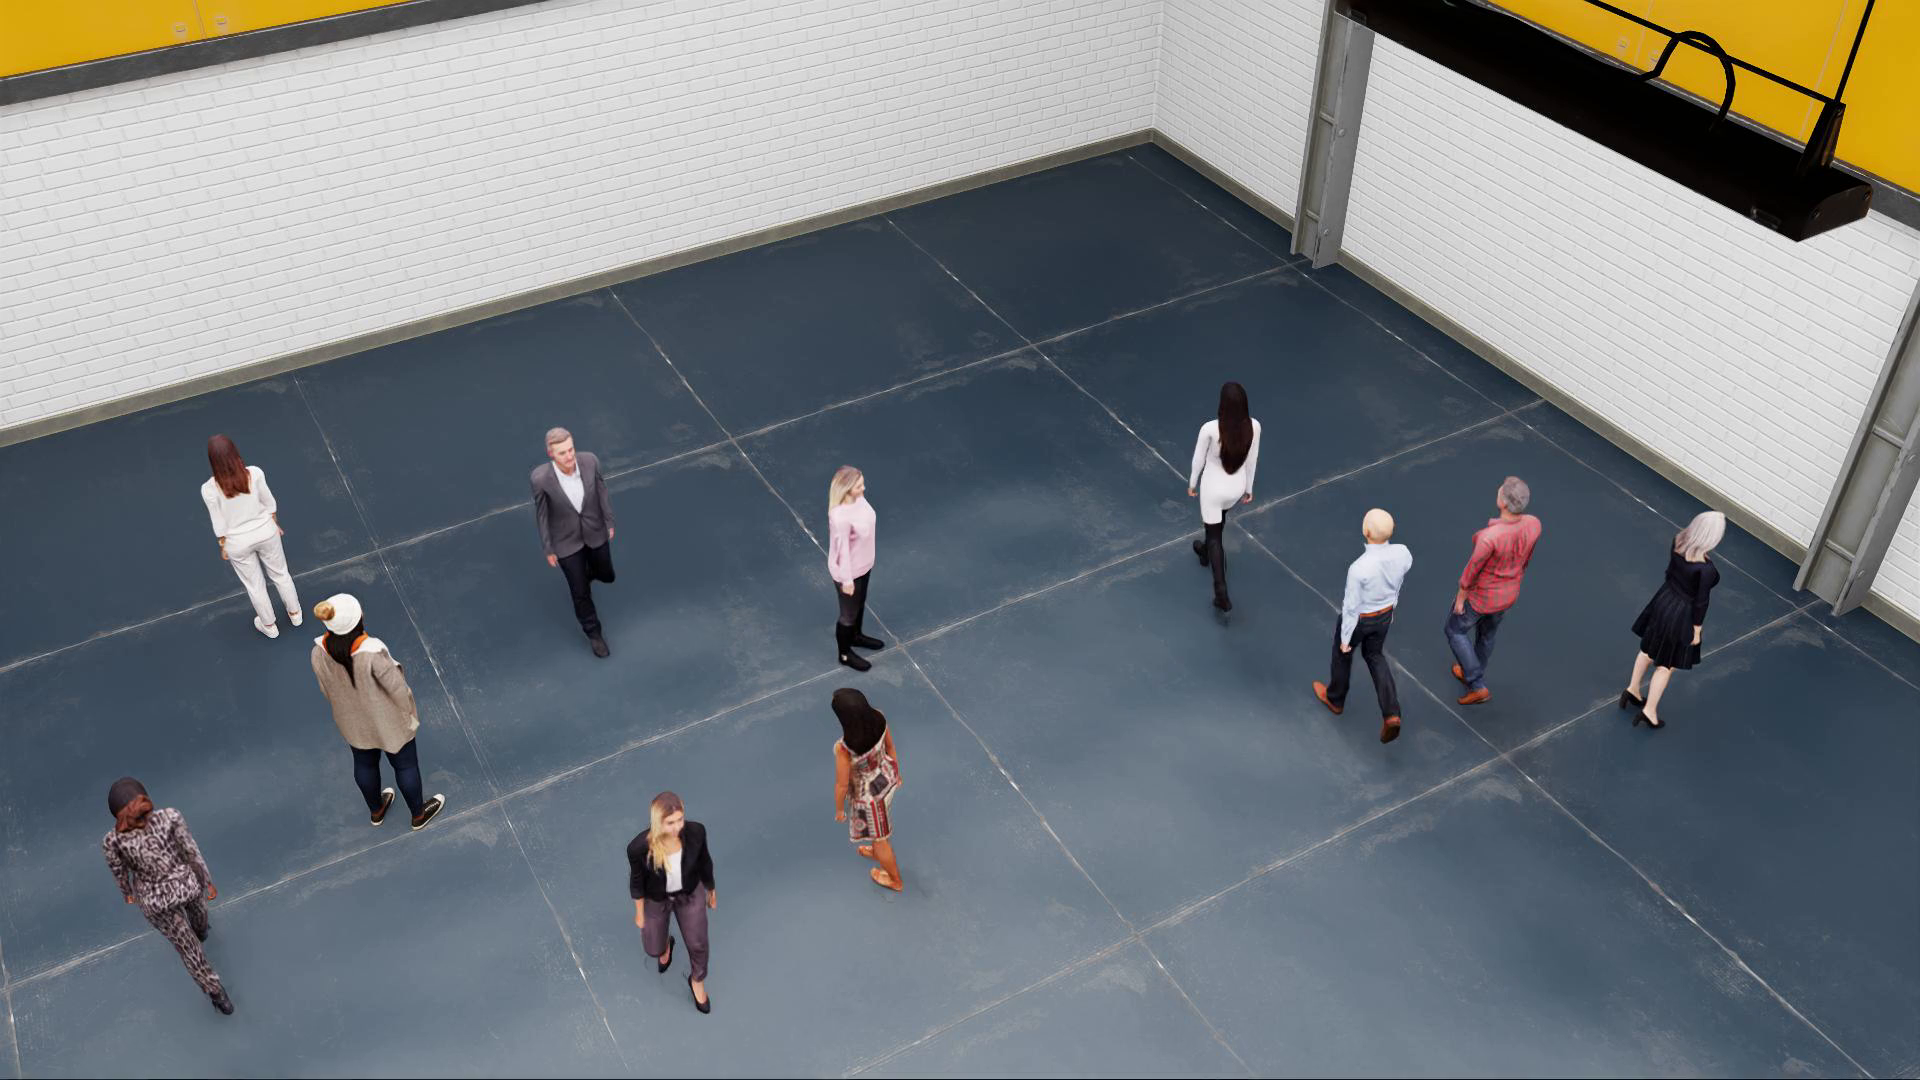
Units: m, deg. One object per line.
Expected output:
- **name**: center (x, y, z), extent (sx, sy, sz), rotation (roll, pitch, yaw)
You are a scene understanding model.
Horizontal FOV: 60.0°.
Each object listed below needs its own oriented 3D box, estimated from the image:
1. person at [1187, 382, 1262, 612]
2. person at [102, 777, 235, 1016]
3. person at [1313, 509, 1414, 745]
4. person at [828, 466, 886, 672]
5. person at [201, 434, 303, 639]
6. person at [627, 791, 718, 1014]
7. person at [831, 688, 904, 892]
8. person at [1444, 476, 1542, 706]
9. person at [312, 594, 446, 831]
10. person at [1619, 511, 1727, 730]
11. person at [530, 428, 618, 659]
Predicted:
- **person**: center (1.900, -0.295, 11.987), extent (0.877, 1.771, 1.225), rotation (-7, 39, -9)
- **person**: center (-4.326, 2.012, 9.172), extent (0.667, 1.680, 1.073), rotation (-24, 45, -27)
- **person**: center (2.708, 0.587, 10.883), extent (0.710, 1.771, 1.069), rotation (-16, 41, -19)
- **person**: center (-0.765, 0.170, 11.474), extent (0.744, 1.686, 0.687), rotation (10, 40, 13)
- **person**: center (-5.003, -0.033, 11.726), extent (0.645, 1.688, 0.591), rotation (-29, 47, -31)
- **person**: center (-1.611, 1.970, 9.243), extent (0.672, 1.657, 0.733), rotation (-14, 41, -17)
- **person**: center (-0.485, 1.504, 9.858), extent (0.866, 1.617, 0.805), rotation (25, 45, 28)
- **person**: center (3.580, 0.395, 11.085), extent (0.775, 1.819, 0.865), rotation (-14, 41, -16)
- **person**: center (-3.623, 1.051, 10.207), extent (0.814, 1.890, 0.861), rotation (6, 39, 7)
- **person**: center (4.730, 0.519, 10.991), extent (0.745, 1.742, 0.613), rotation (-6, 39, -8)
- **person**: center (-2.702, -0.057, 11.650), extent (0.765, 1.820, 0.979), rotation (-23, 44, -26)
